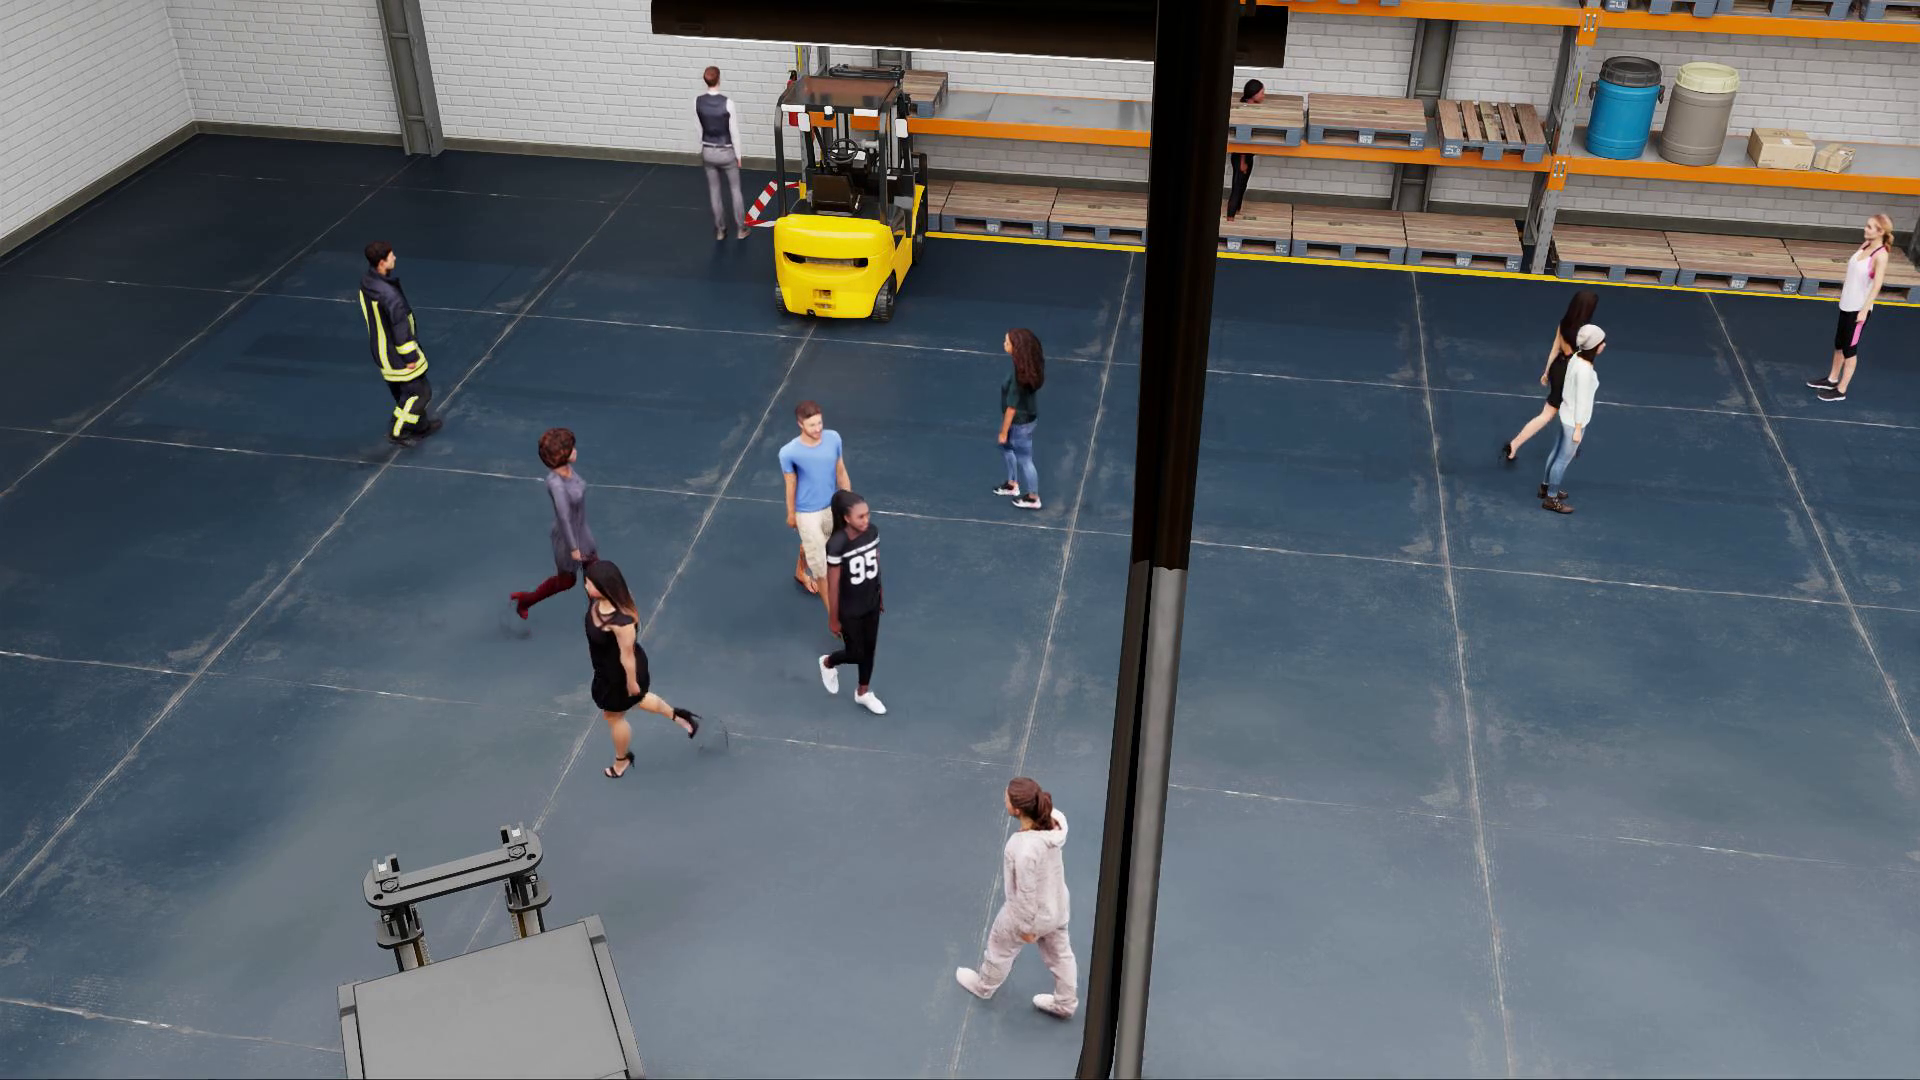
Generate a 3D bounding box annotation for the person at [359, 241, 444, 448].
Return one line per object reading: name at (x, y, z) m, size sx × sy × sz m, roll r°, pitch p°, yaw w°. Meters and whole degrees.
person at (-4.890, -1.650, 14.243) m, size 1.068 × 1.918 × 0.999 m, roll -27°, pitch 42°, yaw -34°

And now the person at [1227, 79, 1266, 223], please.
person at (3.087, -4.179, 18.195) m, size 0.567 × 1.754 × 0.593 m, roll 12°, pitch 35°, yaw 17°

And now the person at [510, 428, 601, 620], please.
person at (-2.894, -0.013, 11.986) m, size 1.026 × 1.688 × 0.661 m, roll 1°, pitch 34°, yaw 2°

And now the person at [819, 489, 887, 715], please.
person at (-0.768, 0.412, 11.317) m, size 0.921 × 1.722 × 0.835 m, roll 28°, pitch 43°, yaw 35°

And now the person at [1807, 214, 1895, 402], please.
person at (8.119, -2.105, 15.046) m, size 0.548 × 1.786 × 0.634 m, roll 2°, pitch 34°, yaw 3°

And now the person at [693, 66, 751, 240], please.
person at (-2.638, -4.176, 18.029) m, size 0.564 × 1.932 × 0.732 m, roll 7°, pitch 34°, yaw 10°

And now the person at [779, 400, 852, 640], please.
person at (-1.105, -0.253, 12.245) m, size 1.185 × 1.801 × 1.293 m, roll -24°, pitch 40°, yaw -31°

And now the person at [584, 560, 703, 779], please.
person at (-2.092, 0.823, 10.723) m, size 1.029 × 1.696 × 0.880 m, roll -9°, pitch 35°, yaw -13°

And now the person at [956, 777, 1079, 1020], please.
person at (0.491, 1.995, 8.995) m, size 1.044 × 1.655 × 0.853 m, roll 20°, pitch 38°, yaw 27°

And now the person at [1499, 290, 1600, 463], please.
person at (4.998, -1.310, 14.008) m, size 1.059 × 1.610 × 0.716 m, roll -4°, pitch 34°, yaw -5°

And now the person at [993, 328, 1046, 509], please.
person at (0.576, -0.957, 13.488) m, size 0.658 × 1.599 × 0.596 m, roll 7°, pitch 34°, yaw 10°

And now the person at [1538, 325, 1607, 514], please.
person at (4.988, -1.006, 13.520) m, size 0.478 × 1.644 × 0.578 m, roll 5°, pitch 34°, yaw 7°
